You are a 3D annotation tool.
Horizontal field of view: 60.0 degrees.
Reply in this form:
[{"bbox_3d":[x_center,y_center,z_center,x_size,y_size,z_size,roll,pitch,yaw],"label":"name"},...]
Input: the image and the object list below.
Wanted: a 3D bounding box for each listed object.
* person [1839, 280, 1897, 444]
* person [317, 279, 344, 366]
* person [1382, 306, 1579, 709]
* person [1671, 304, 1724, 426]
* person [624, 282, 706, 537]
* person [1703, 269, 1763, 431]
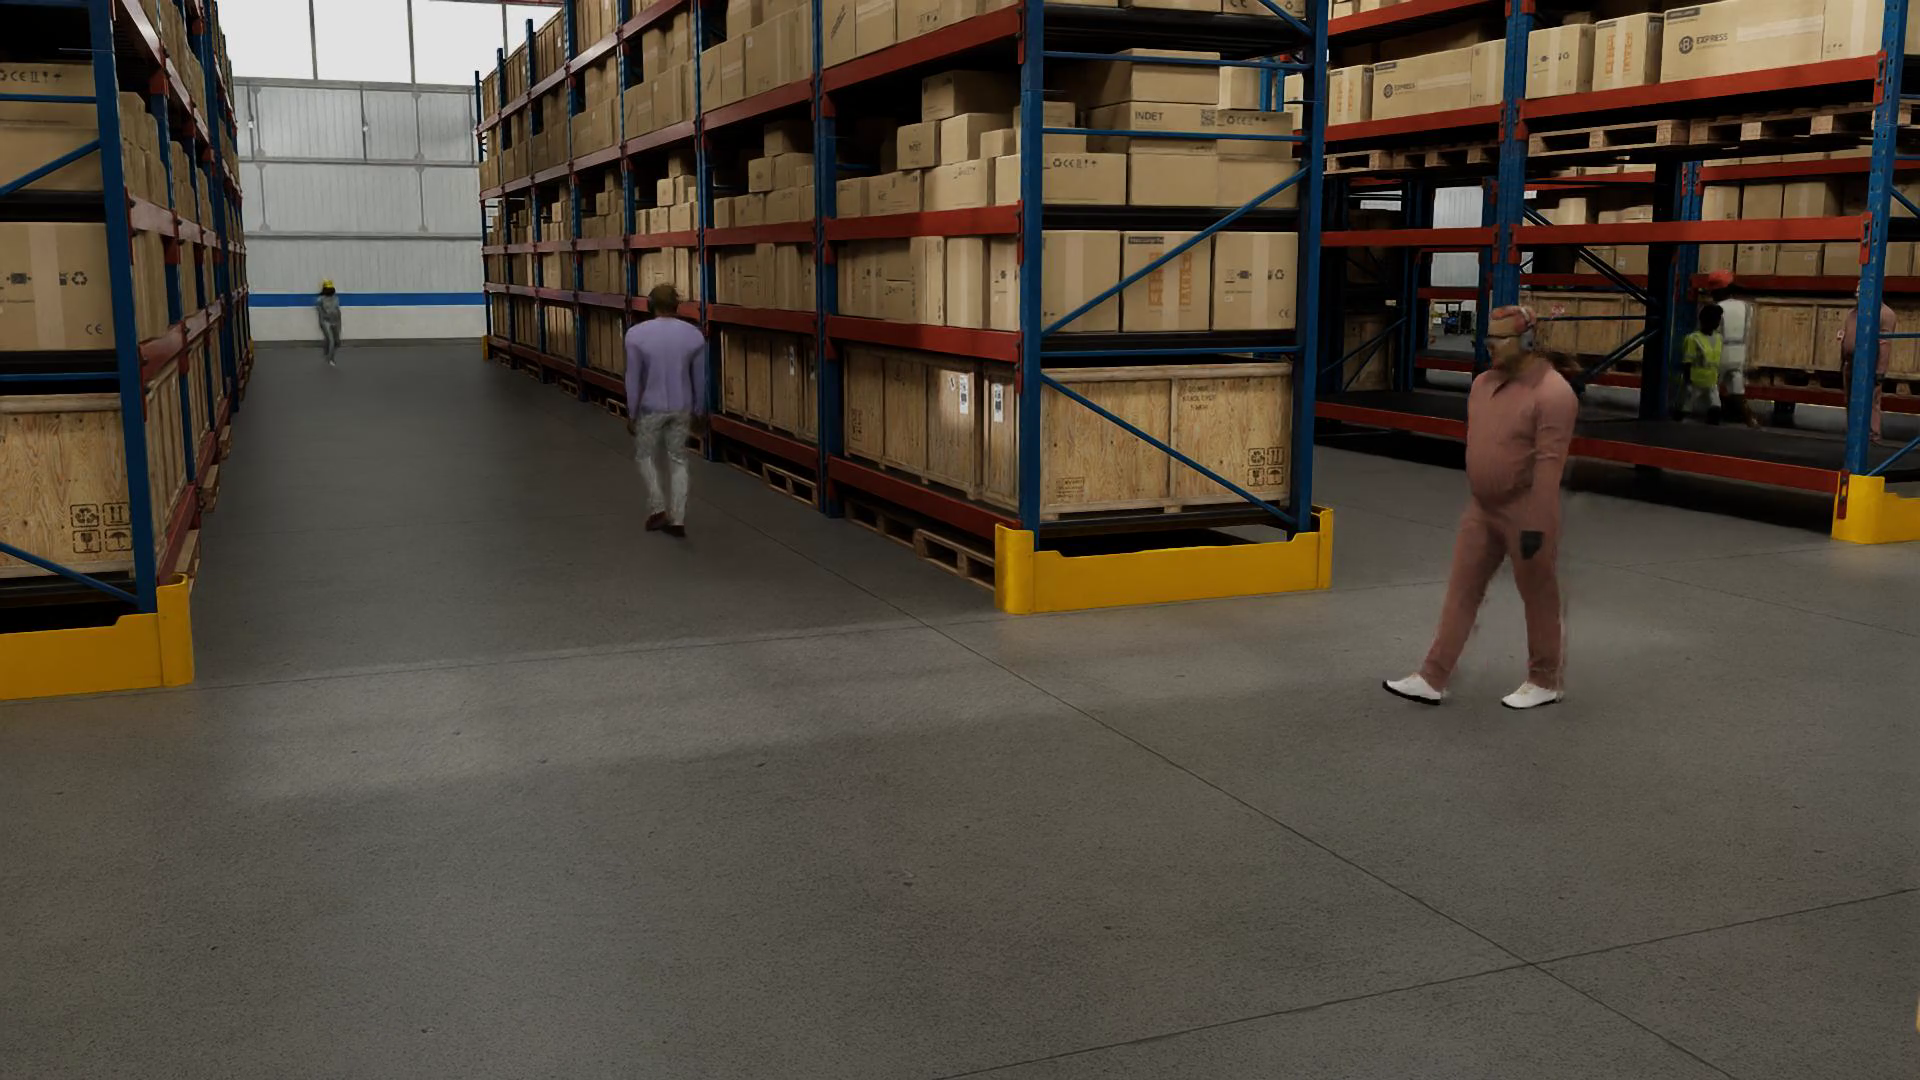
[{"bbox_3d":[9.734,-1.859,17.955,0.401,1.900,0.636,-3,10,-15],"label":"person"},{"bbox_3d":[-12.588,-4.333,33.248,0.372,1.730,0.501,7,12,37],"label":"person"},{"bbox_3d":[2.414,-0.120,7.591,0.933,1.864,0.679,-4,10,-24],"label":"person"},{"bbox_3d":[7.676,-1.611,17.202,0.549,1.636,0.920,-4,10,-21],"label":"person"},{"bbox_3d":[-2.239,-0.979,12.591,0.650,1.917,0.524,-5,11,-28],"label":"person"},{"bbox_3d":[8.335,-1.921,18.002,0.641,2.006,0.873,-2,10,-11],"label":"person"}]
